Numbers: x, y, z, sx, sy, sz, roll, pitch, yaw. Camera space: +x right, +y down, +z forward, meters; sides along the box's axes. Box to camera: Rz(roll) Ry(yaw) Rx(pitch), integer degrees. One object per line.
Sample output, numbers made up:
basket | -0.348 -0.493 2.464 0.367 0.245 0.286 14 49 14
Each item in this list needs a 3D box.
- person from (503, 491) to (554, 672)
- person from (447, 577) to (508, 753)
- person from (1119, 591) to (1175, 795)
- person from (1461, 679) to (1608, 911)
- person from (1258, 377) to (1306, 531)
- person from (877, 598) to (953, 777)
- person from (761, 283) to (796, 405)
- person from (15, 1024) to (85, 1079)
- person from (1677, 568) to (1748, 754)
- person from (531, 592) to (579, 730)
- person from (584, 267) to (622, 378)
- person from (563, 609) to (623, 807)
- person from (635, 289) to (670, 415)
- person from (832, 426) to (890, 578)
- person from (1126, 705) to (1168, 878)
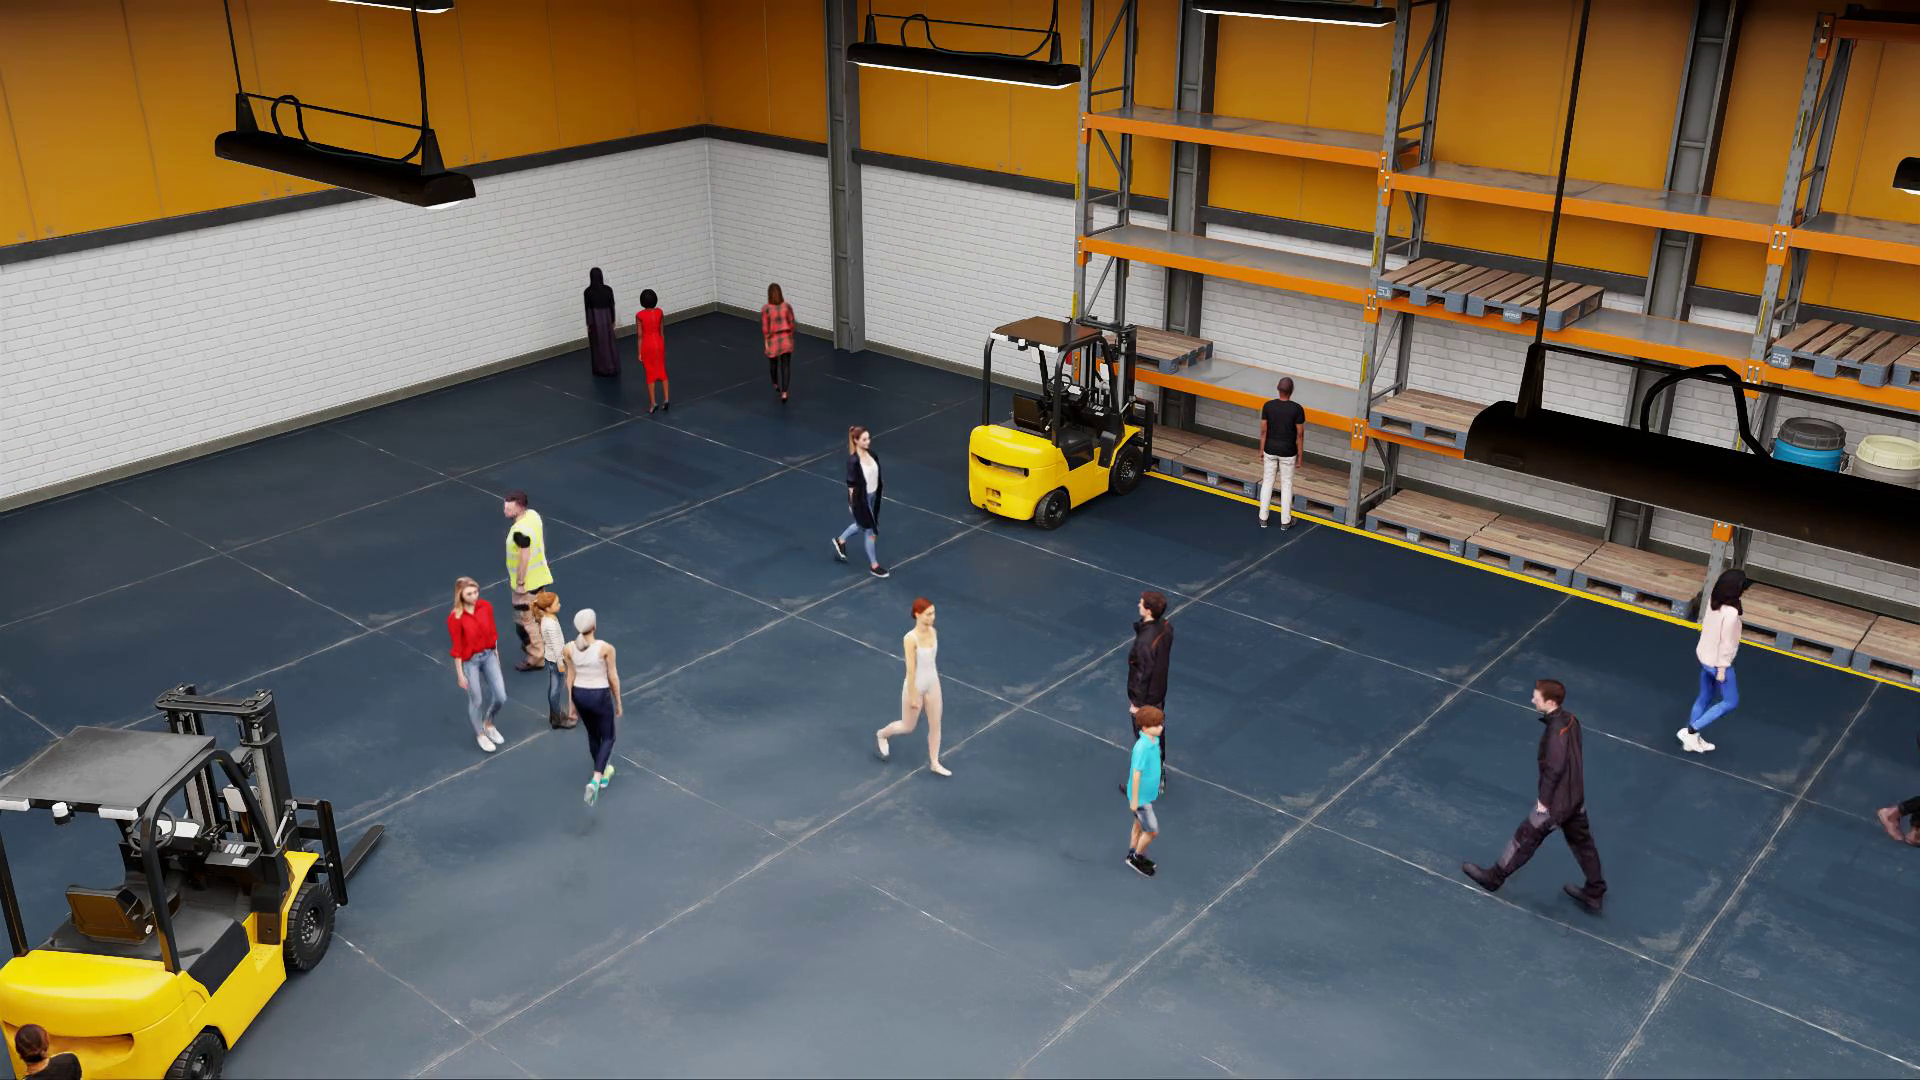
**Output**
person | -4.147 0.343 15.918 0.933 1.830 0.896 8 25 18
person | -4.241 1.056 14.461 0.585 1.691 0.646 20 31 38
person | 1.573 1.259 13.814 0.677 1.837 0.778 10 26 22
person | 4.476 1.955 12.238 1.270 1.823 0.783 17 29 33
person | 3.661 -0.995 19.011 0.633 1.805 0.793 10 25 21
person | -0.402 1.239 14.130 0.944 1.621 0.561 20 30 37
person | -2.492 -2.689 23.073 1.089 1.656 1.165 -3 24 -6
person | -4.883 3.393 9.179 1.104 1.639 0.750 12 26 26
person | 6.431 1.060 14.366 0.844 1.759 0.805 2 24 5
person | -3.640 1.067 14.903 0.616 1.316 0.541 -9 25 -19
person | -5.251 -3.193 24.277 0.706 1.615 0.733 -9 25 -20
person | -3.036 1.394 13.695 1.060 1.685 1.028 1 24 3
person | -4.193 -2.575 22.704 0.606 1.743 0.572 -17 29 -33
person | -1.103 -0.438 17.917 1.058 1.660 0.627 17 29 34
person | 1.358 1.905 12.827 0.589 1.444 0.595 11 26 24
